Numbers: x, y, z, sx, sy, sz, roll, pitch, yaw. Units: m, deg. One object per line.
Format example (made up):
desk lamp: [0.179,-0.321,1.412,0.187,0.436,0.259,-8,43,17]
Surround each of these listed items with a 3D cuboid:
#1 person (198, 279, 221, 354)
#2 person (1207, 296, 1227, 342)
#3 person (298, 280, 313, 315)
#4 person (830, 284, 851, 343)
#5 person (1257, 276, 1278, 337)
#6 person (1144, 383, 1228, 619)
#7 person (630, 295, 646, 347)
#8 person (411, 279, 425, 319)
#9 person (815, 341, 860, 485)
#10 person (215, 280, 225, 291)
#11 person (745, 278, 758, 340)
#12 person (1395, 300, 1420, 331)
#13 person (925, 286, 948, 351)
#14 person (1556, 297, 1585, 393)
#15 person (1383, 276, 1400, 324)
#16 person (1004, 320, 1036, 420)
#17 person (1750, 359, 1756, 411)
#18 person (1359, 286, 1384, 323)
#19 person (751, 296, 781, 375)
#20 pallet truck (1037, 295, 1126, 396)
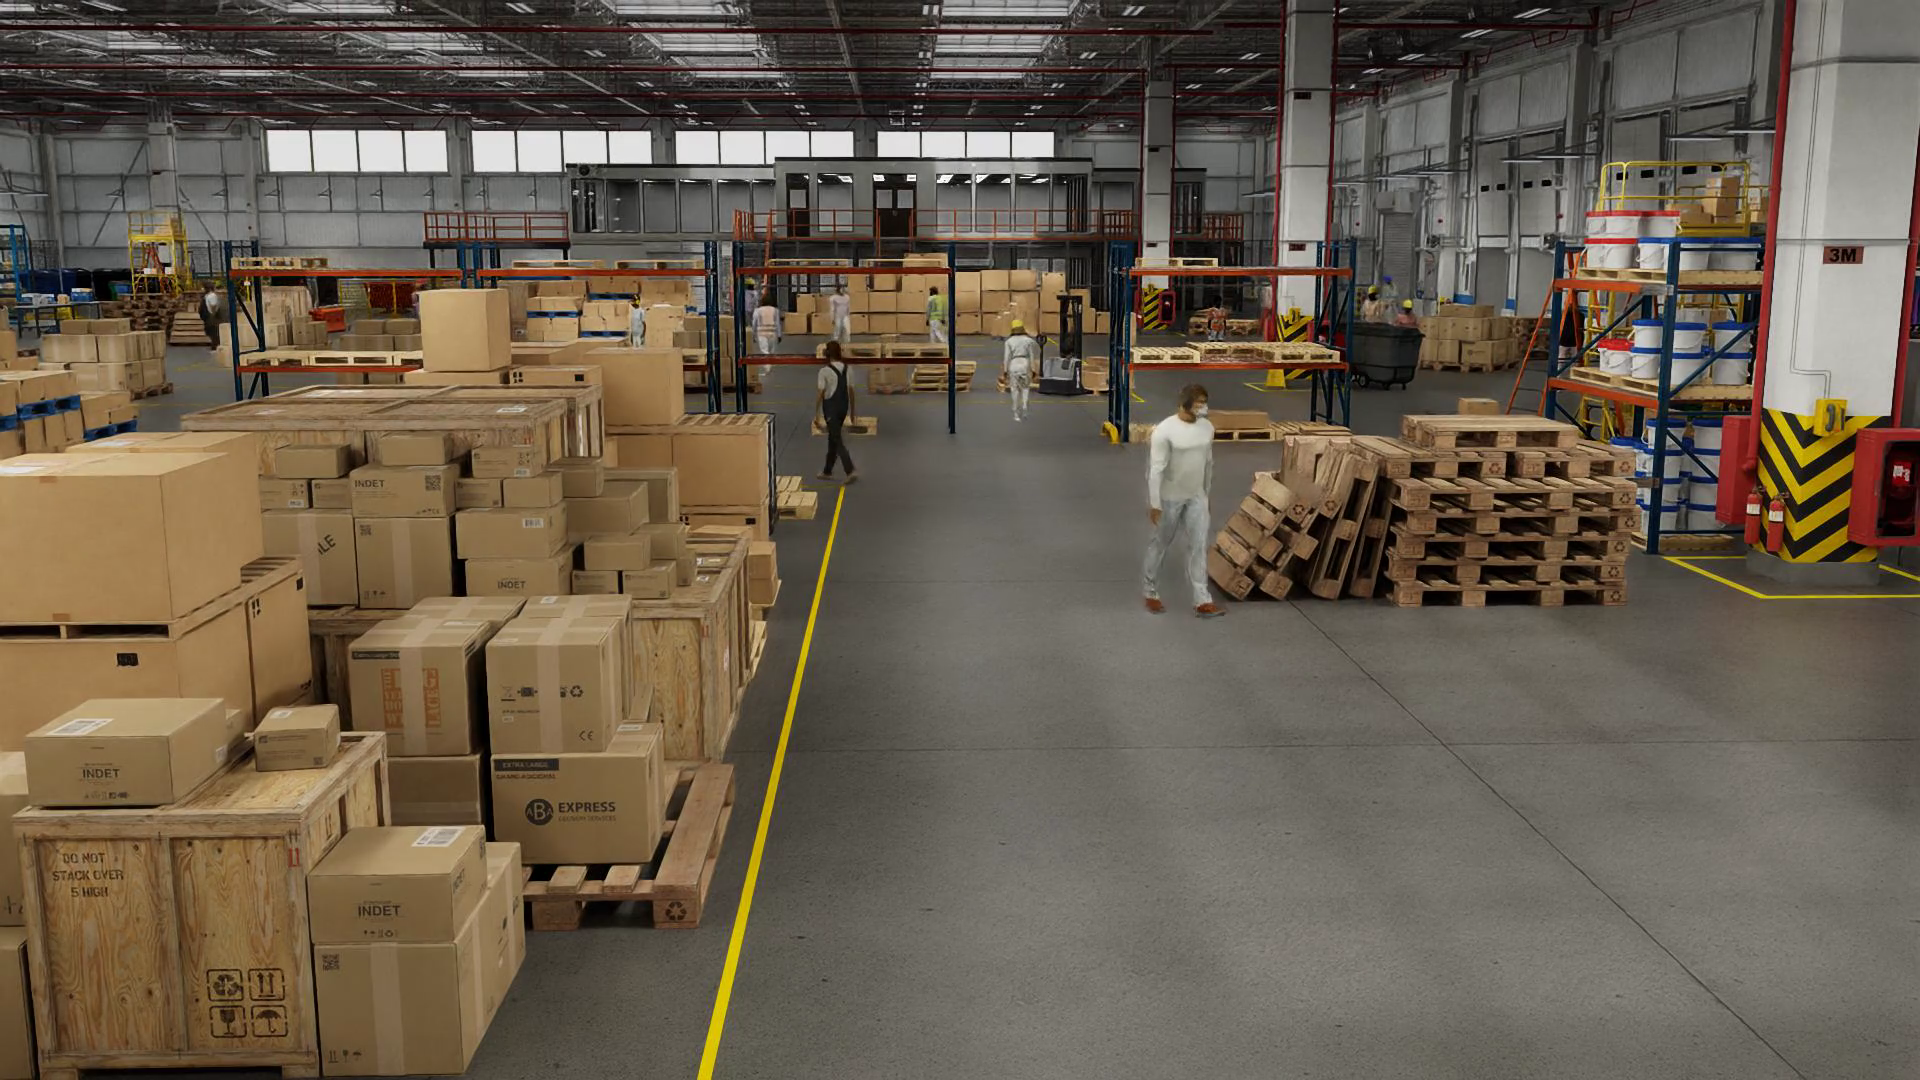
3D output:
person: [-20.336,-6.062,45.090,0.556,2.000,0.701,-7,12,-33]
person: [6.405,-5.237,41.452,0.533,1.697,0.318,-4,11,-19]
person: [-20.634,-7.238,52.184,0.580,1.847,0.964,1,10,8]
person: [-3.148,-5.896,44.541,0.657,1.902,0.868,-7,12,-33]
person: [9.974,-7.456,53.140,1.030,1.943,0.608,-5,11,-24]
person: [1.823,-0.302,13.381,0.701,1.893,0.934,-6,12,-29]
person: [-7.205,-4.547,37.145,0.328,1.865,0.520,-10,14,-44]
person: [-15.177,-6.384,47.031,0.605,2.003,1.055,0,10,-3]
person: [-1.532,-1.600,20.908,0.520,1.811,0.933,-9,14,-42]
person: [-25.175,-7.988,56.707,0.537,1.720,0.930,7,13,36]
person: [-6.484,-7.110,51.283,0.611,1.912,0.579,-9,14,-42]
person: [9.990,-4.457,37.043,0.530,1.725,0.873,-1,10,-3]
person: [-0.627,-6.140,46.166,0.848,1.814,0.632,8,13,36]
person: [12.262,-3.948,33.486,0.608,1.987,0.403,0,10,2]
person: [14.552,-7.953,56.068,0.681,1.889,0.409,-4,11,-22]
person: [1.017,-2.907,28.429,0.549,1.699,0.656,0,10,-2]
person: [10.477,-1.732,21.407,0.574,1.885,0.356,4,11,19]
person: [10.442,-5.498,42.341,0.686,1.904,0.606,-8,13,-37]
person: [-4.456,-4.677,38.075,0.654,1.787,0.977,-3,11,-19]
pallet truck: [2.483,-3.881,33.060,1.885,1.965,0.823,-7,13,-36]
